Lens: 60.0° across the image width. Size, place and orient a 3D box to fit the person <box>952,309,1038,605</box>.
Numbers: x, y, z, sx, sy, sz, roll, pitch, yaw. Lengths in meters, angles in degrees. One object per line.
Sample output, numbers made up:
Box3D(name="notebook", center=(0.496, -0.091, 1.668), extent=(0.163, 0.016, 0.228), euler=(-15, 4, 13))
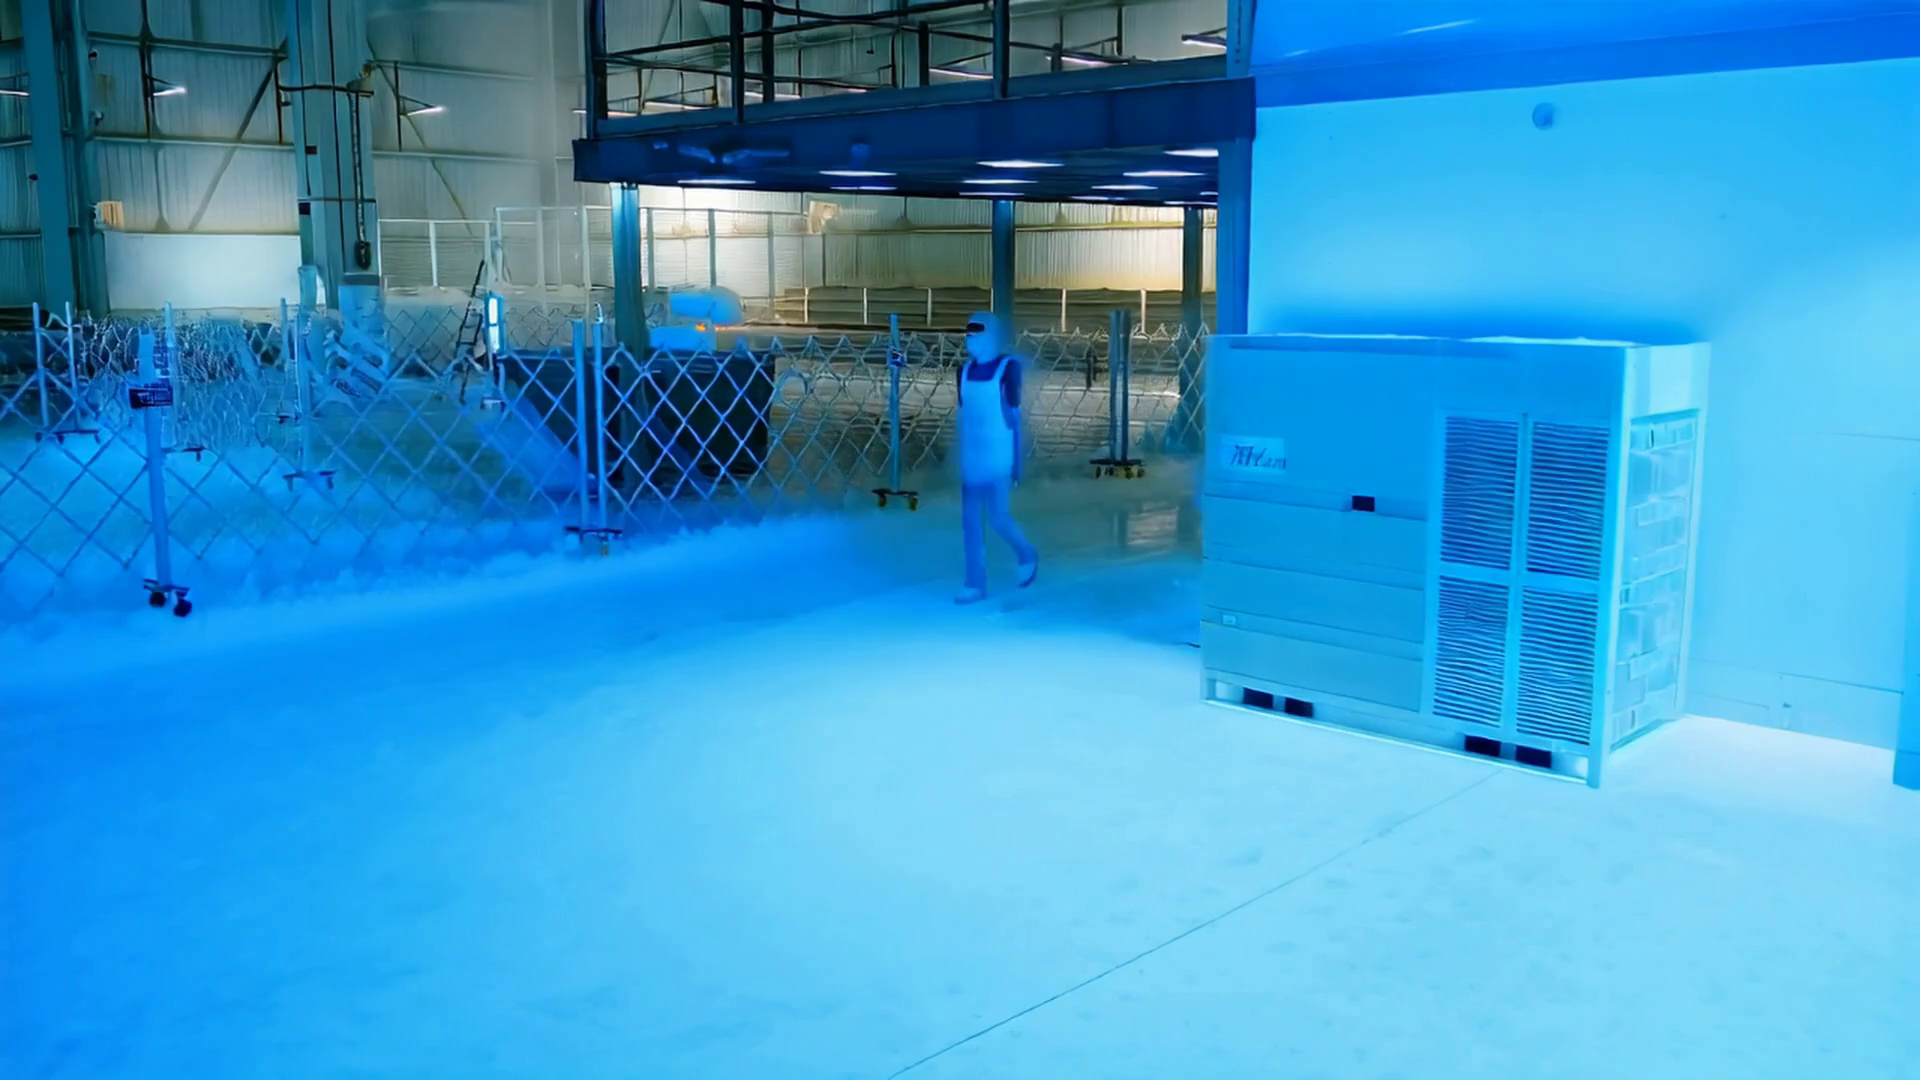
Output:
Box3D(name="person", center=(0.208, -0.523, 10.379), extent=(0.525, 1.826, 0.639), euler=(7, 12, 38))
